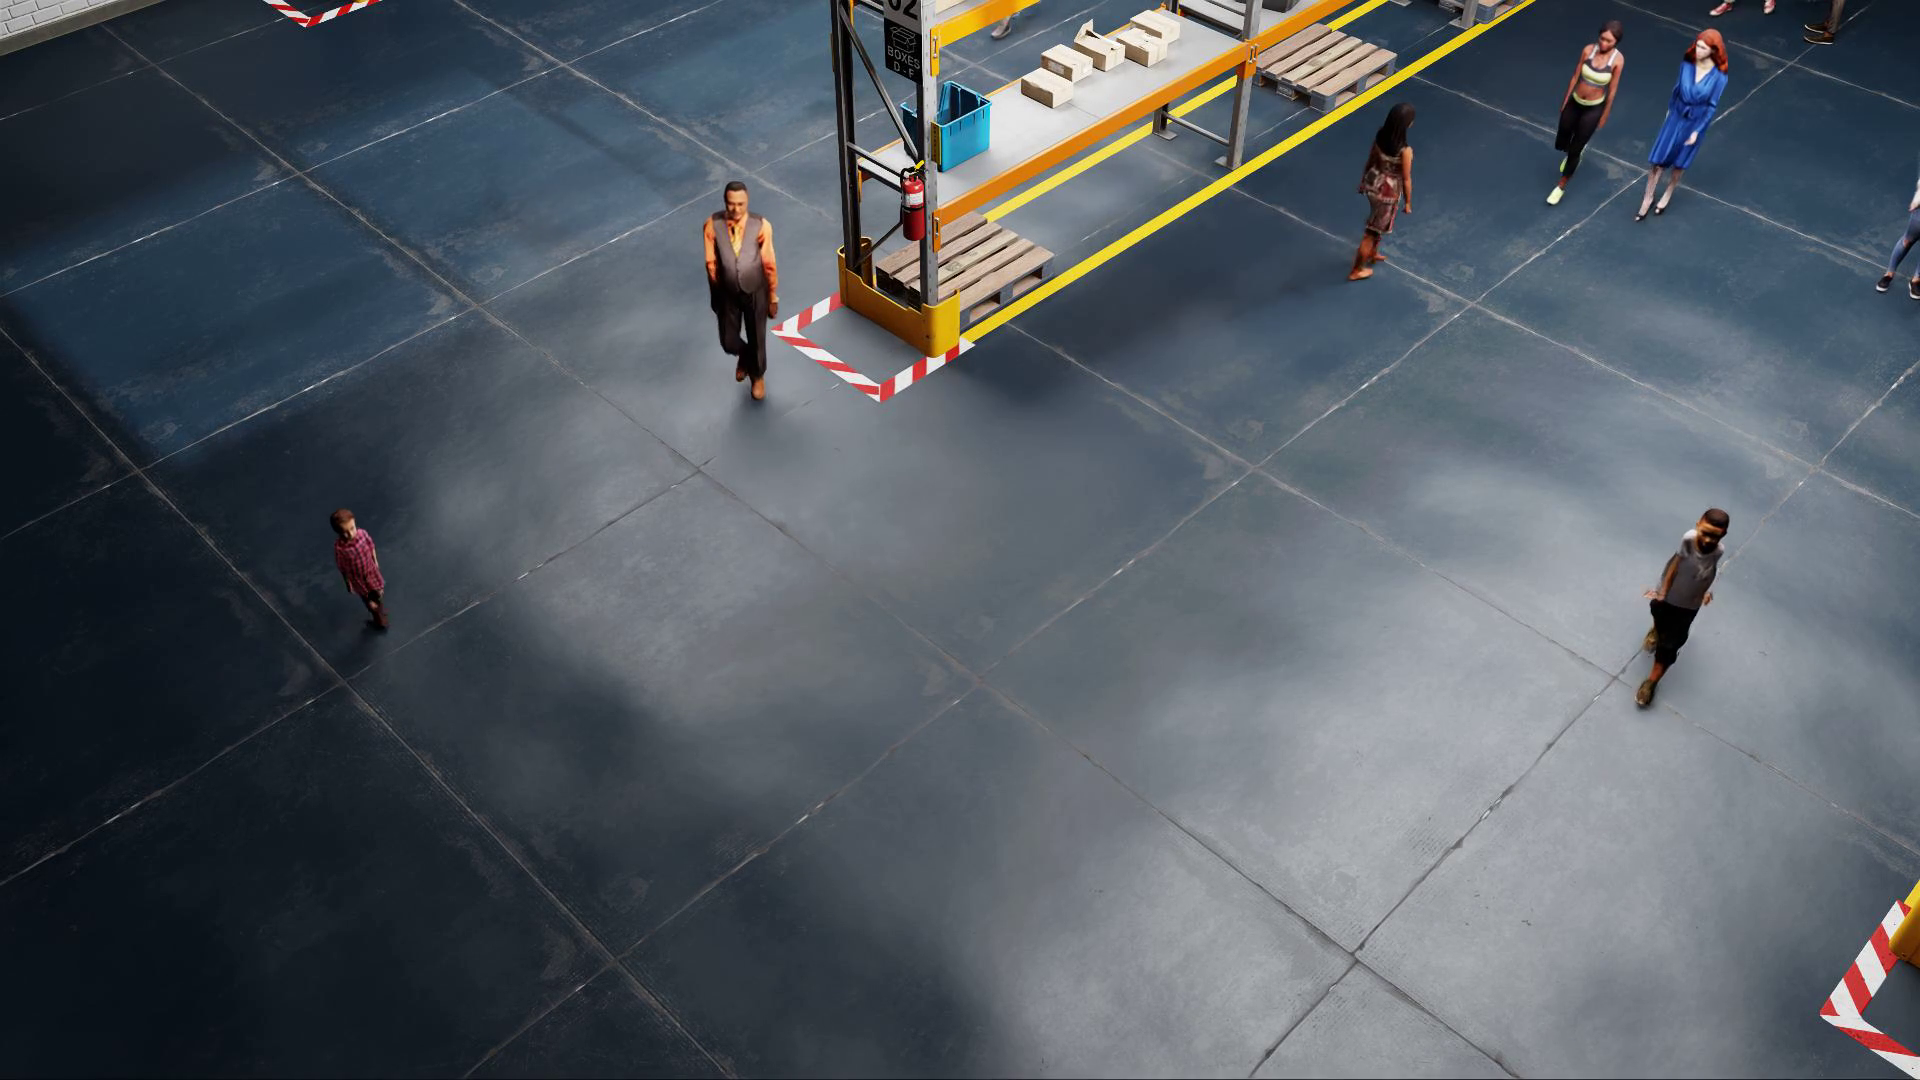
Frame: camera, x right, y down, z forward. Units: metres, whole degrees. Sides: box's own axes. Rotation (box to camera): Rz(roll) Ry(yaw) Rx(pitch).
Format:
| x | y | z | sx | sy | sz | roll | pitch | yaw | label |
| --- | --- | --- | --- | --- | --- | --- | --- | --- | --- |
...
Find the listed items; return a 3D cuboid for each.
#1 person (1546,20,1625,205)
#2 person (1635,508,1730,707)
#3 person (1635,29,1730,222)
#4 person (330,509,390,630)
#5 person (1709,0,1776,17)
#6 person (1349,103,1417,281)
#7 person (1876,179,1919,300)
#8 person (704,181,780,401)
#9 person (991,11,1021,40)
| x | y | z | sx | sy | sz | roll | pitch | yaw | label |
| --- | --- | --- | --- | --- | --- | --- | --- | --- | --- |
| 5.597 | -3.854 | 14.805 | 0.625 | 1.735 | 0.879 | 32 | 52 | 29 | person |
| 4.652 | 0.265 | 10.713 | 0.720 | 1.416 | 1.066 | 22 | 48 | 22 | person |
| 6.390 | -3.630 | 14.521 | 0.601 | 1.803 | 0.739 | 34 | 53 | 30 | person |
| -4.021 | 0.167 | 11.107 | 0.416 | 1.014 | 0.505 | -30 | 51 | -28 | person |
| 8.510 | -6.316 | 17.395 | 0.965 | 1.727 | 0.751 | -22 | 48 | -22 | person |
| 3.446 | -2.868 | 13.846 | 0.795 | 1.631 | 0.765 | -18 | 46 | -18 | person |
| 8.086 | -2.773 | 13.702 | 0.681 | 1.691 | 0.653 | 20 | 47 | 20 | person |
| -1.647 | -1.951 | 12.692 | 0.887 | 1.895 | 0.947 | 1 | 44 | 1 | person |
| 0.540 | -6.047 | 17.176 | 0.632 | 1.639 | 0.836 | 30 | 51 | 28 | person |
